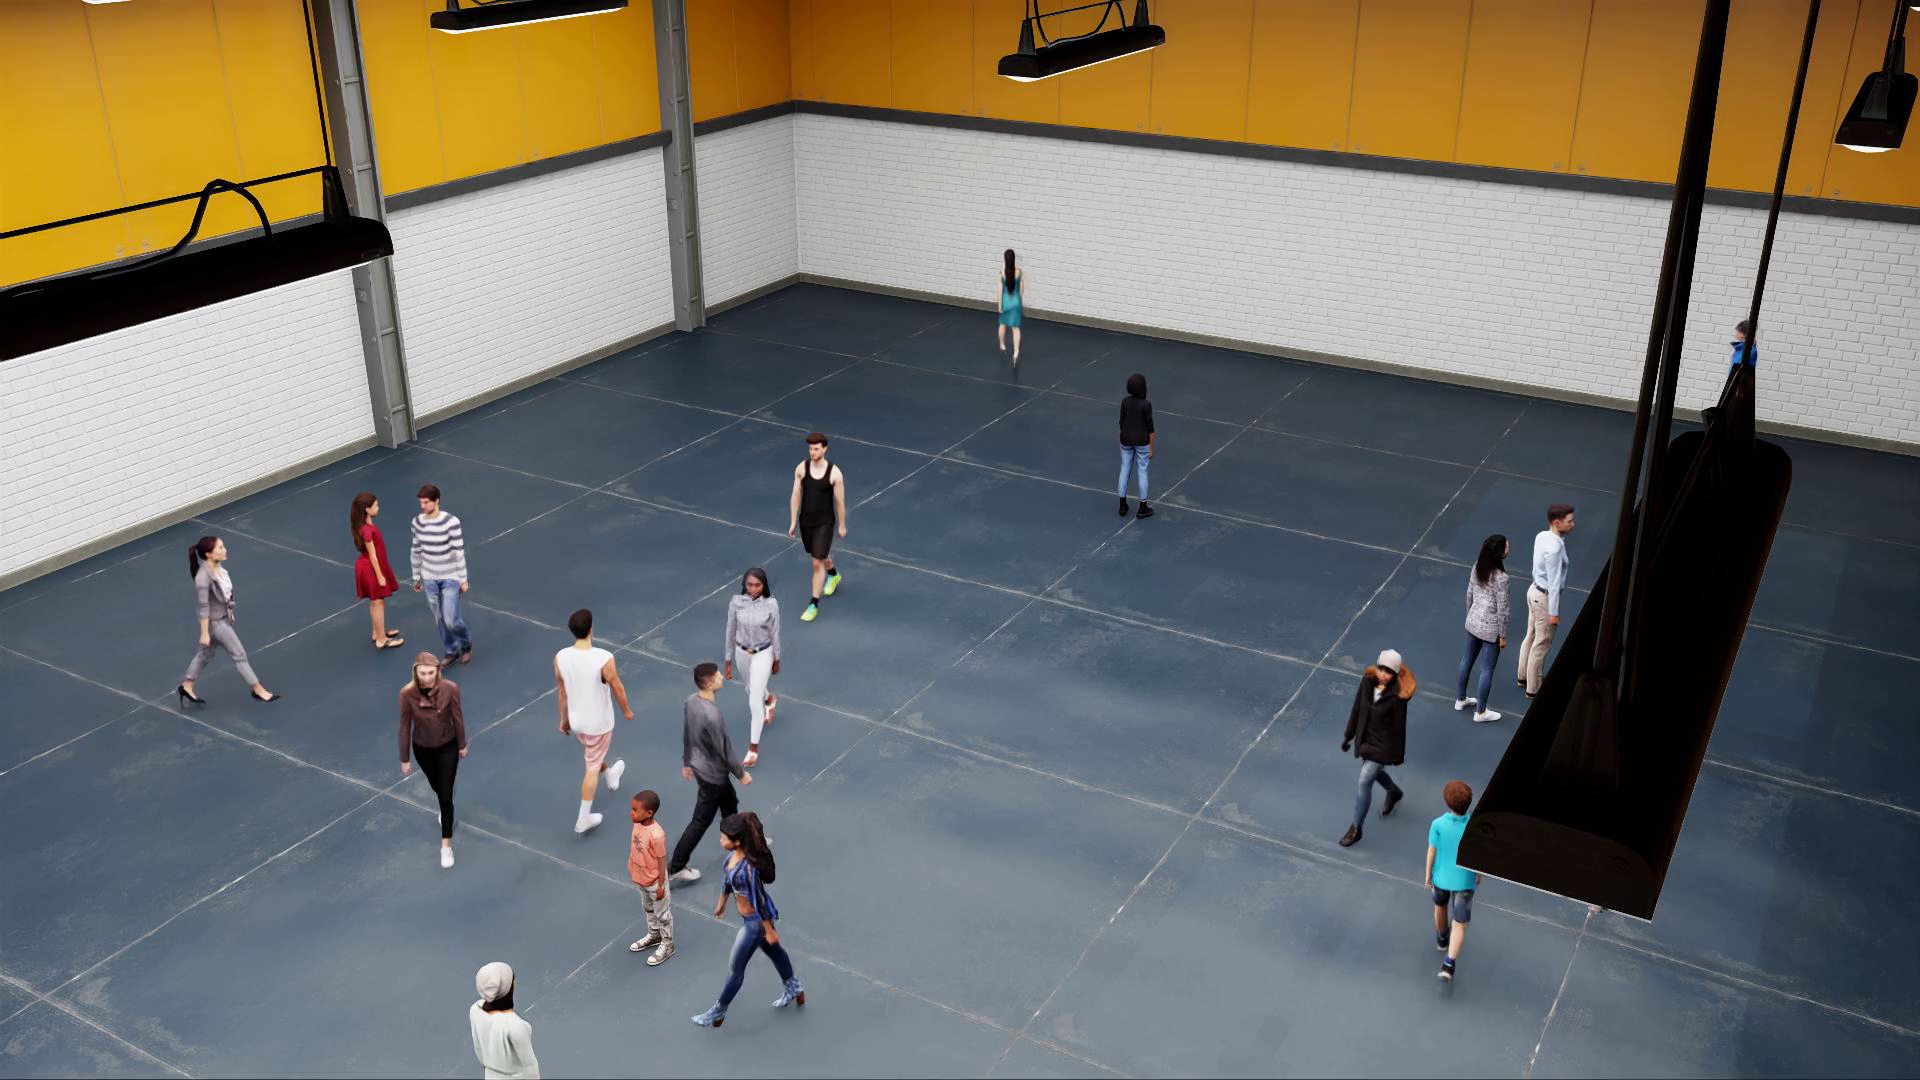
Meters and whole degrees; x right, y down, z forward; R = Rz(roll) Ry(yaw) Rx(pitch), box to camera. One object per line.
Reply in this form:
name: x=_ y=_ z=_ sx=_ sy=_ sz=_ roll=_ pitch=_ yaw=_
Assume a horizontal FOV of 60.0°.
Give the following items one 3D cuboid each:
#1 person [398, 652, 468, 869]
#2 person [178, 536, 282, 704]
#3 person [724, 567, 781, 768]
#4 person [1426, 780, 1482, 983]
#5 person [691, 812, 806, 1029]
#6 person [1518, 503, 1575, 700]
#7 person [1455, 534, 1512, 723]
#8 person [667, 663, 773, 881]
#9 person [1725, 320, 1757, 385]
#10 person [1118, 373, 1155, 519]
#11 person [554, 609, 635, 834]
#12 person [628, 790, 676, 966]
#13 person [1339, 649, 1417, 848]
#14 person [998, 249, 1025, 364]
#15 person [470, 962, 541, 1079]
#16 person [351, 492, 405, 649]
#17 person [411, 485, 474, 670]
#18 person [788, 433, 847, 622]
person: x=-4.032 y=1.583 z=12.800 sx=1.125 sy=1.650 sz=1.214 roll=-4 pitch=24 yaw=-10
person: x=-6.667 y=0.770 z=14.696 sx=1.127 sy=1.622 sz=1.100 roll=-4 pitch=24 yaw=-9
person: x=-1.718 y=0.990 z=14.111 sx=0.849 sy=1.687 sz=1.240 roll=6 pitch=24 yaw=13
person: x=3.378 y=2.337 z=11.357 sx=0.650 sy=1.424 sz=0.989 roll=9 pitch=25 yaw=19
person: x=-1.264 y=2.469 z=10.861 sx=1.103 sy=1.581 sz=1.031 roll=-7 pitch=25 yaw=-16
person: x=5.263 y=0.536 z=14.952 sx=0.801 sy=1.845 sz=0.693 roll=1 pitch=24 yaw=3
person: x=4.607 y=0.751 z=14.600 sx=0.708 sy=1.733 sz=0.687 roll=-11 pitch=26 yaw=-23
person: x=-1.923 y=1.755 z=12.314 sx=1.209 sy=1.724 sz=1.002 roll=-13 pitch=27 yaw=-27
person: x=9.563 y=-1.820 z=20.406 sx=0.846 sy=1.794 sz=0.762 roll=10 pitch=26 yaw=22
person: x=1.987 y=-1.074 z=18.814 sx=0.572 sy=1.702 sz=0.545 roll=11 pitch=26 yaw=24
person: x=-2.922 y=1.456 z=12.987 sx=0.833 sy=1.734 sz=1.219 roll=7 pitch=25 yaw=16
person: x=-2.142 y=2.315 z=11.550 sx=0.547 sy=1.311 sz=0.545 roll=-20 pitch=31 yaw=-38
person: x=3.276 y=1.552 z=12.931 sx=1.134 sy=1.602 sz=0.912 roll=-15 pitch=28 yaw=-31
person: x=0.764 y=-3.359 z=24.109 sx=0.907 sy=1.648 sz=1.063 roll=-2 pitch=24 yaw=-6
person: x=-2.539 y=3.065 z=9.417 sx=0.558 sy=1.645 sz=0.487 roll=13 pitch=27 yaw=27
person: x=-5.624 y=0.283 z=15.896 sx=0.735 sy=1.553 sz=0.676 roll=-10 pitch=26 yaw=-23
person: x=-4.763 y=0.313 z=15.473 sx=0.736 sy=1.836 sz=0.736 roll=7 pitch=25 yaw=16
person: x=-1.396 y=-0.200 z=16.628 sx=0.782 sy=1.852 sz=1.235 roll=9 pitch=25 yaw=19
